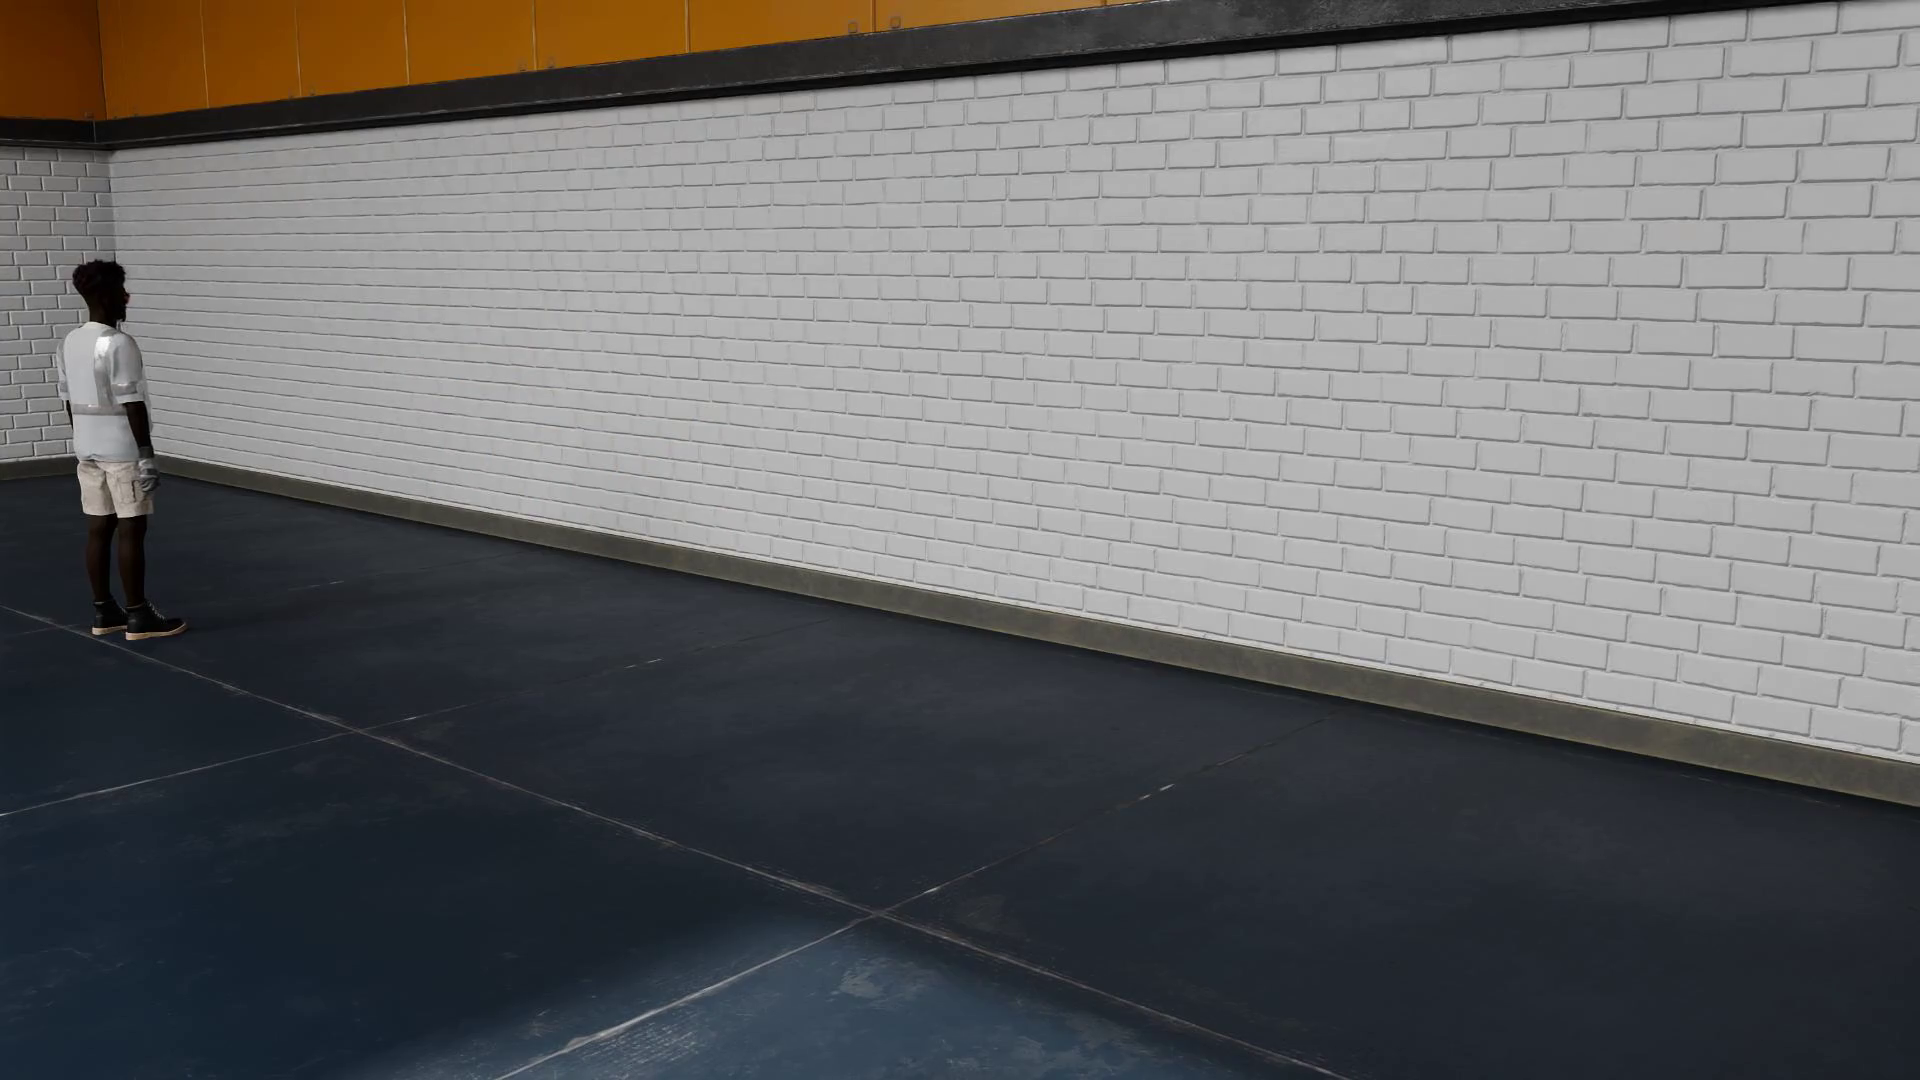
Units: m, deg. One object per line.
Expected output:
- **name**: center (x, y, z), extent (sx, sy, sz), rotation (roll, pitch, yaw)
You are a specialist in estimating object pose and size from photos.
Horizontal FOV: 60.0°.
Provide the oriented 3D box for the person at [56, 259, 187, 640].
- **person**: center (-4.377, -0.463, 8.627), extent (0.604, 1.967, 0.367), rotation (6, 11, 30)
